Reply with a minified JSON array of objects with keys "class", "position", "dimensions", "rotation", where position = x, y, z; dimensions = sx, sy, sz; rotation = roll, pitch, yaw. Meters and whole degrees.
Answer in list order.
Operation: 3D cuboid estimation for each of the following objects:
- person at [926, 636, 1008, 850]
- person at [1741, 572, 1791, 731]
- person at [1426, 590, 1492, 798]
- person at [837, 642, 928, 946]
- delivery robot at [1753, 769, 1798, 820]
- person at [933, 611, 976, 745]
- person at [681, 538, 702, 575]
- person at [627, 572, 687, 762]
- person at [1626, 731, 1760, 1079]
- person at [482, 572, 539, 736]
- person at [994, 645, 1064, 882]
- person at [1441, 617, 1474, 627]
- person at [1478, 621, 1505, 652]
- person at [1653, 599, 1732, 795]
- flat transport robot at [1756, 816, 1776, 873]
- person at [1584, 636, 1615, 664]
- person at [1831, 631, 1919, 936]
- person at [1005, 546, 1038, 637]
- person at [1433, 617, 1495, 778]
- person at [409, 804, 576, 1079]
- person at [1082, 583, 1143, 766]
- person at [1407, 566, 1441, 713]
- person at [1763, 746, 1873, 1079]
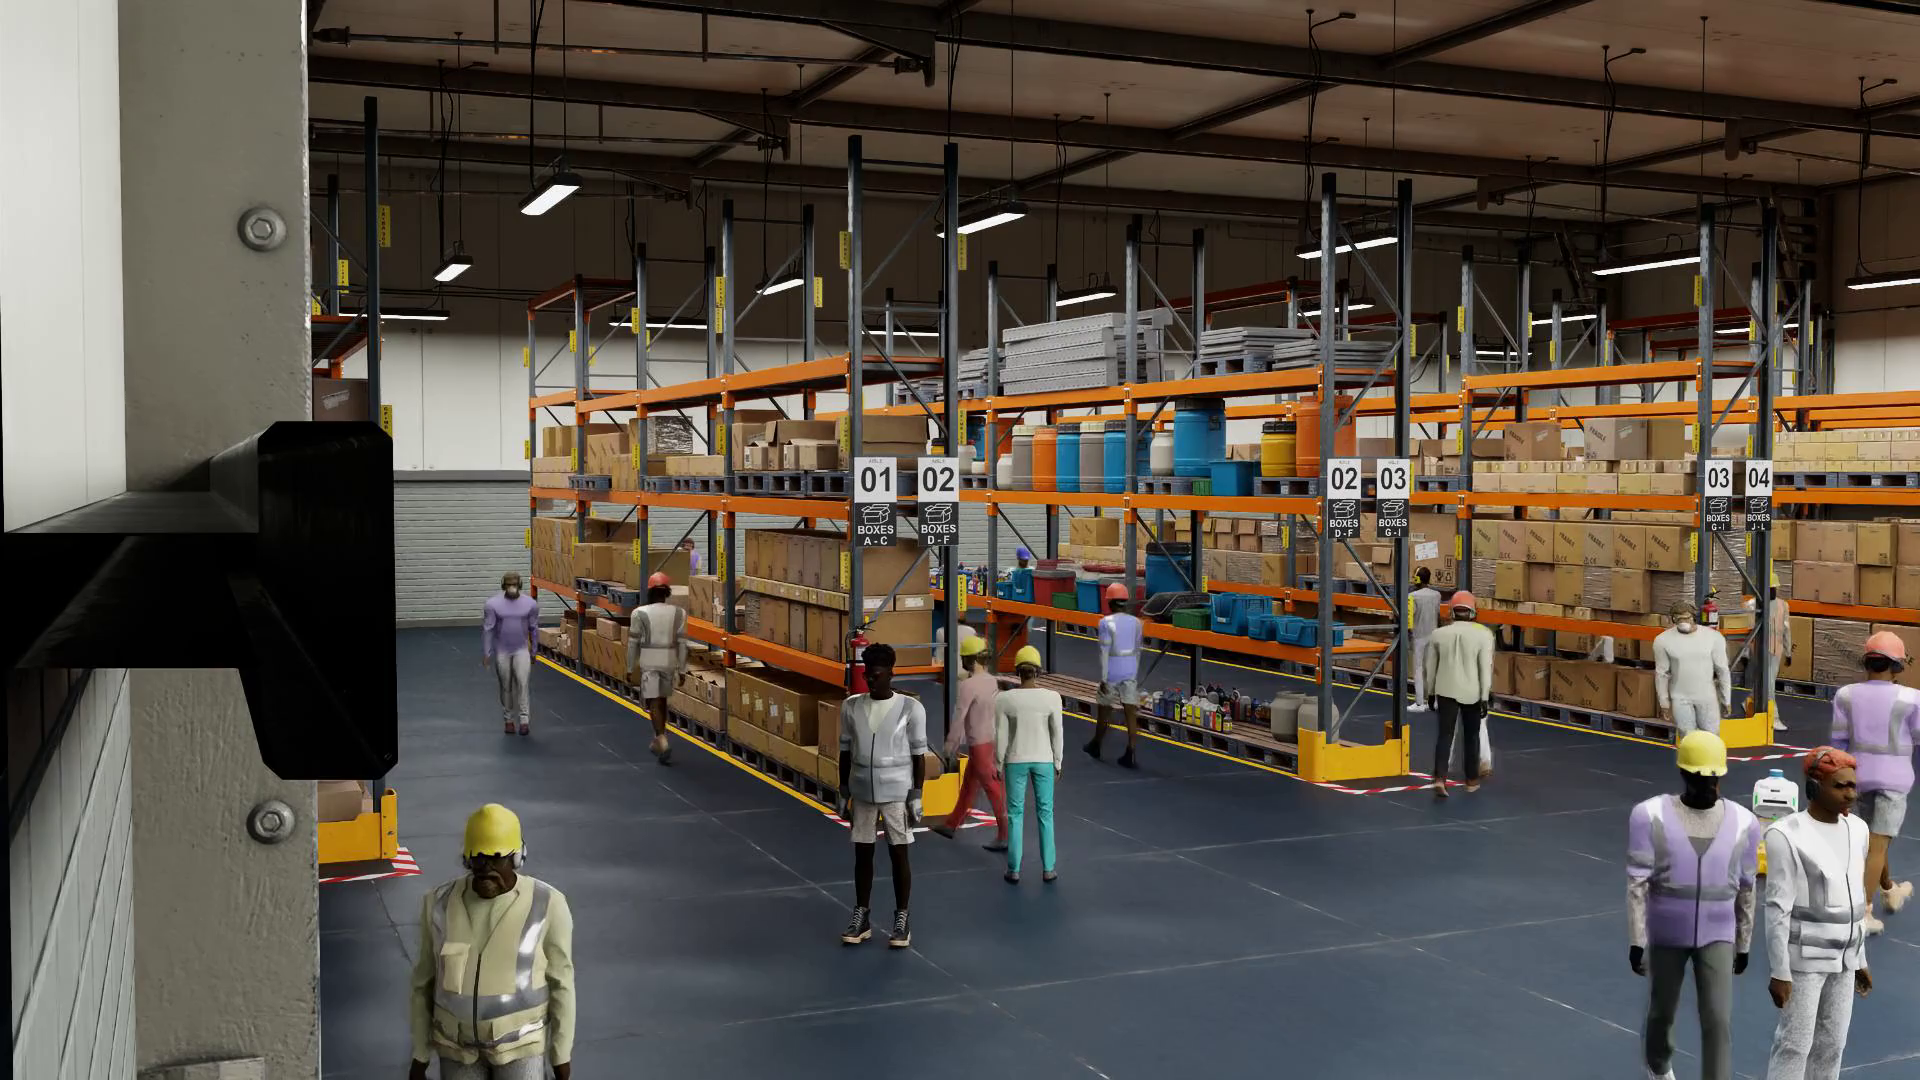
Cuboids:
[{"class":"person","position":[0.066,1.652,14.623],"dimensions":[0.904,1.718,0.529],"rotation":[1,2,24]},{"class":"person","position":[9.656,1.301,21.515],"dimensions":[0.594,1.894,0.892],"rotation":[0,2,-12]},{"class":"person","position":[4.715,1.449,16.986],"dimensions":[0.621,1.952,1.017],"rotation":[1,2,26]},{"class":"person","position":[-0.520,1.643,11.663],"dimensions":[0.611,1.964,0.362],"rotation":[1,2,16]},{"class":"delivery robot","position":[6.884,2.180,15.115],"dimensions":[0.477,0.478,0.707],"rotation":[1,2,26]},{"class":"person","position":[-0.033,1.494,20.096],"dimensions":[0.508,1.607,0.695],"rotation":[-1,2,-29]},{"class":"person","position":[-5.213,0.855,34.332],"dimensions":[0.591,1.793,0.579],"rotation":[0,2,9]},{"class":"person","position":[-3.217,1.340,19.142],"dimensions":[0.624,2.006,1.001],"rotation":[-1,2,-23]},{"class":"person","position":[3.428,1.814,8.435],"dimensions":[0.604,1.888,0.945],"rotation":[0,2,12]},{"class":"person","position":[-5.213,1.329,20.783],"dimensions":[0.653,1.890,0.986],"rotation":[-1,2,-14]},{"class":"person","position":[0.515,1.674,13.421],"dimensions":[0.522,1.769,0.311],"rotation":[0,2,-1]},{"class":"person","position":[7.339,1.264,26.282],"dimensions":[0.519,1.604,0.818],"rotation":[-1,2,-25]},{"class":"person","position":[8.527,1.140,28.704],"dimensions":[0.549,1.675,0.742],"rotation":[0,2,6]},{"class":"person","position":[6.788,1.485,16.616],"dimensions":[0.675,1.901,0.568],"rotation":[1,2,24]},{"class":"flat transport robot","position":[6.513,2.405,14.104],"dimensions":[0.652,0.197,1.431],"rotation":[1,3,28]},{"class":"person","position":[9.670,1.117,26.921],"dimensions":[0.581,1.862,0.848],"rotation":[-1,2,-24]},{"class":"person","position":[6.255,1.614,12.064],"dimensions":[1.046,1.988,0.616],"rotation":[-1,3,-34]},{"class":"person","position":[0.938,1.030,28.309],"dimensions":[0.602,1.917,0.797],"rotation":[-1,2,-24]},{"class":"person","position":[5.107,1.481,18.075],"dimensions":[0.639,1.802,0.953],"rotation":[0,2,-11]},{"class":"person","position":[-1.758,1.901,6.773],"dimensions":[0.611,1.828,0.404],"rotation":[0,2,3]},{"class":"person","position":[1.626,1.401,18.904],"dimensions":[0.564,1.888,0.963],"rotation":[-1,2,-27]},{"class":"person","position":[5.928,1.269,22.923],"dimensions":[0.511,1.855,0.333],"rotation":[-1,2,-20]},{"class":"person","position":[3.728,1.831,7.777],"dimensions":[0.584,1.883,0.337],"rotation":[-1,2,-26]}]
